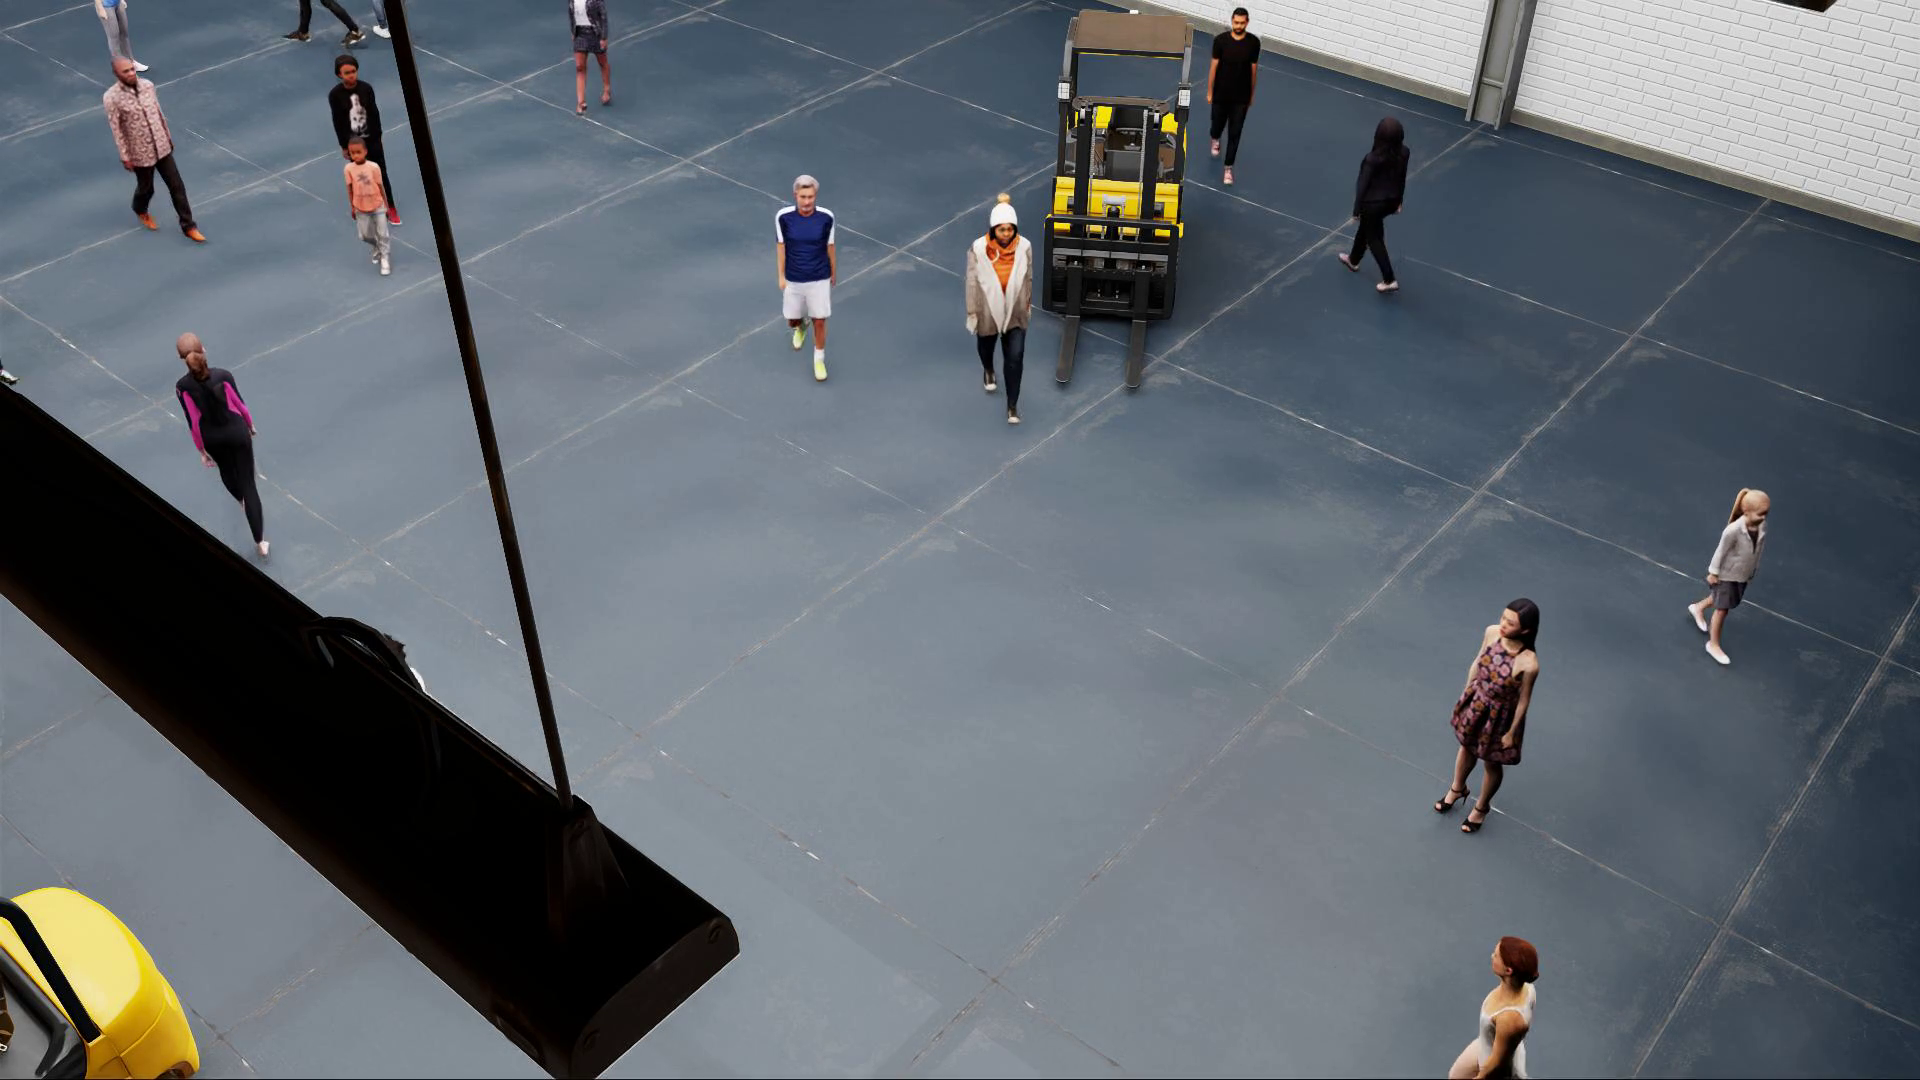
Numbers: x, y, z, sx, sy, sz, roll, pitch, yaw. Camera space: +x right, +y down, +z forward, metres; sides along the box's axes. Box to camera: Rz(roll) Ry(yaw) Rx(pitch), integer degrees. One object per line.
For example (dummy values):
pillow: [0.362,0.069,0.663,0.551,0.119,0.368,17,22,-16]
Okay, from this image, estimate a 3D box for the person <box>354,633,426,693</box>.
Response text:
person: [-3.029,1.252,9.437,0.730,1.797,0.721,11,40,13]

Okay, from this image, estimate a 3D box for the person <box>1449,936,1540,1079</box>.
person: [2.651,2.554,7.959,1.036,1.607,0.879,5,39,7]

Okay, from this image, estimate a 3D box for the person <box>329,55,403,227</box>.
person: [-5.775,-3.872,15.972,0.831,1.648,1.012,-16,41,-19]

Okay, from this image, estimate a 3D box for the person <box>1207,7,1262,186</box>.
person: [2.723,-4.508,16.694,1.038,1.741,1.024,3,39,4]

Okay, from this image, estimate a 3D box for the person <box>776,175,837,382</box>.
person: [-1.270,-2.221,13.764,0.933,1.823,0.990,-3,39,-4]

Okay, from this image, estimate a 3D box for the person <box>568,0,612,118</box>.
person: [-3.950,-5.451,17.939,1.071,1.660,0.997,8,39,10]

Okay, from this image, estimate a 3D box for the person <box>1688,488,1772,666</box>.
person: [5.184,0.173,11.216,0.727,1.263,0.849,-14,41,-16]

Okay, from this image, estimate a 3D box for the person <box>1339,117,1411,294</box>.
person: [3.792,-2.963,14.886,0.876,1.582,1.168,-22,43,-25]

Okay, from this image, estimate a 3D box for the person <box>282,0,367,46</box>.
person: [-7.438,-6.584,19.238,1.265,1.811,1.209,-3,39,-4]

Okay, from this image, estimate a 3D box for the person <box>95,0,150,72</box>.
person: [-9.551,-6.005,18.674,0.685,1.610,0.655,6,39,8]

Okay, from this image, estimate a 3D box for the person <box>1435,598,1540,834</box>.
person: [3.114,1.029,9.734,0.827,1.774,0.733,-19,42,-22]

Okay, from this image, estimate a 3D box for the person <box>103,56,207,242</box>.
person: [-7.679,-3.691,15.628,1.108,1.795,0.715,26,45,29]

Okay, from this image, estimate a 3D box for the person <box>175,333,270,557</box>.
person: [-5.239,-0.661,11.909,0.955,1.701,1.201,-13,40,-16]

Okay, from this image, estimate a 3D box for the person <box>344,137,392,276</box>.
person: [-5.423,-3.104,15.286,0.654,1.305,0.720,-6,39,-7]

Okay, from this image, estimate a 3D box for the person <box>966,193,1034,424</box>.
person: [0.303,-1.924,13.376,1.173,1.844,1.235,-3,39,-4]
